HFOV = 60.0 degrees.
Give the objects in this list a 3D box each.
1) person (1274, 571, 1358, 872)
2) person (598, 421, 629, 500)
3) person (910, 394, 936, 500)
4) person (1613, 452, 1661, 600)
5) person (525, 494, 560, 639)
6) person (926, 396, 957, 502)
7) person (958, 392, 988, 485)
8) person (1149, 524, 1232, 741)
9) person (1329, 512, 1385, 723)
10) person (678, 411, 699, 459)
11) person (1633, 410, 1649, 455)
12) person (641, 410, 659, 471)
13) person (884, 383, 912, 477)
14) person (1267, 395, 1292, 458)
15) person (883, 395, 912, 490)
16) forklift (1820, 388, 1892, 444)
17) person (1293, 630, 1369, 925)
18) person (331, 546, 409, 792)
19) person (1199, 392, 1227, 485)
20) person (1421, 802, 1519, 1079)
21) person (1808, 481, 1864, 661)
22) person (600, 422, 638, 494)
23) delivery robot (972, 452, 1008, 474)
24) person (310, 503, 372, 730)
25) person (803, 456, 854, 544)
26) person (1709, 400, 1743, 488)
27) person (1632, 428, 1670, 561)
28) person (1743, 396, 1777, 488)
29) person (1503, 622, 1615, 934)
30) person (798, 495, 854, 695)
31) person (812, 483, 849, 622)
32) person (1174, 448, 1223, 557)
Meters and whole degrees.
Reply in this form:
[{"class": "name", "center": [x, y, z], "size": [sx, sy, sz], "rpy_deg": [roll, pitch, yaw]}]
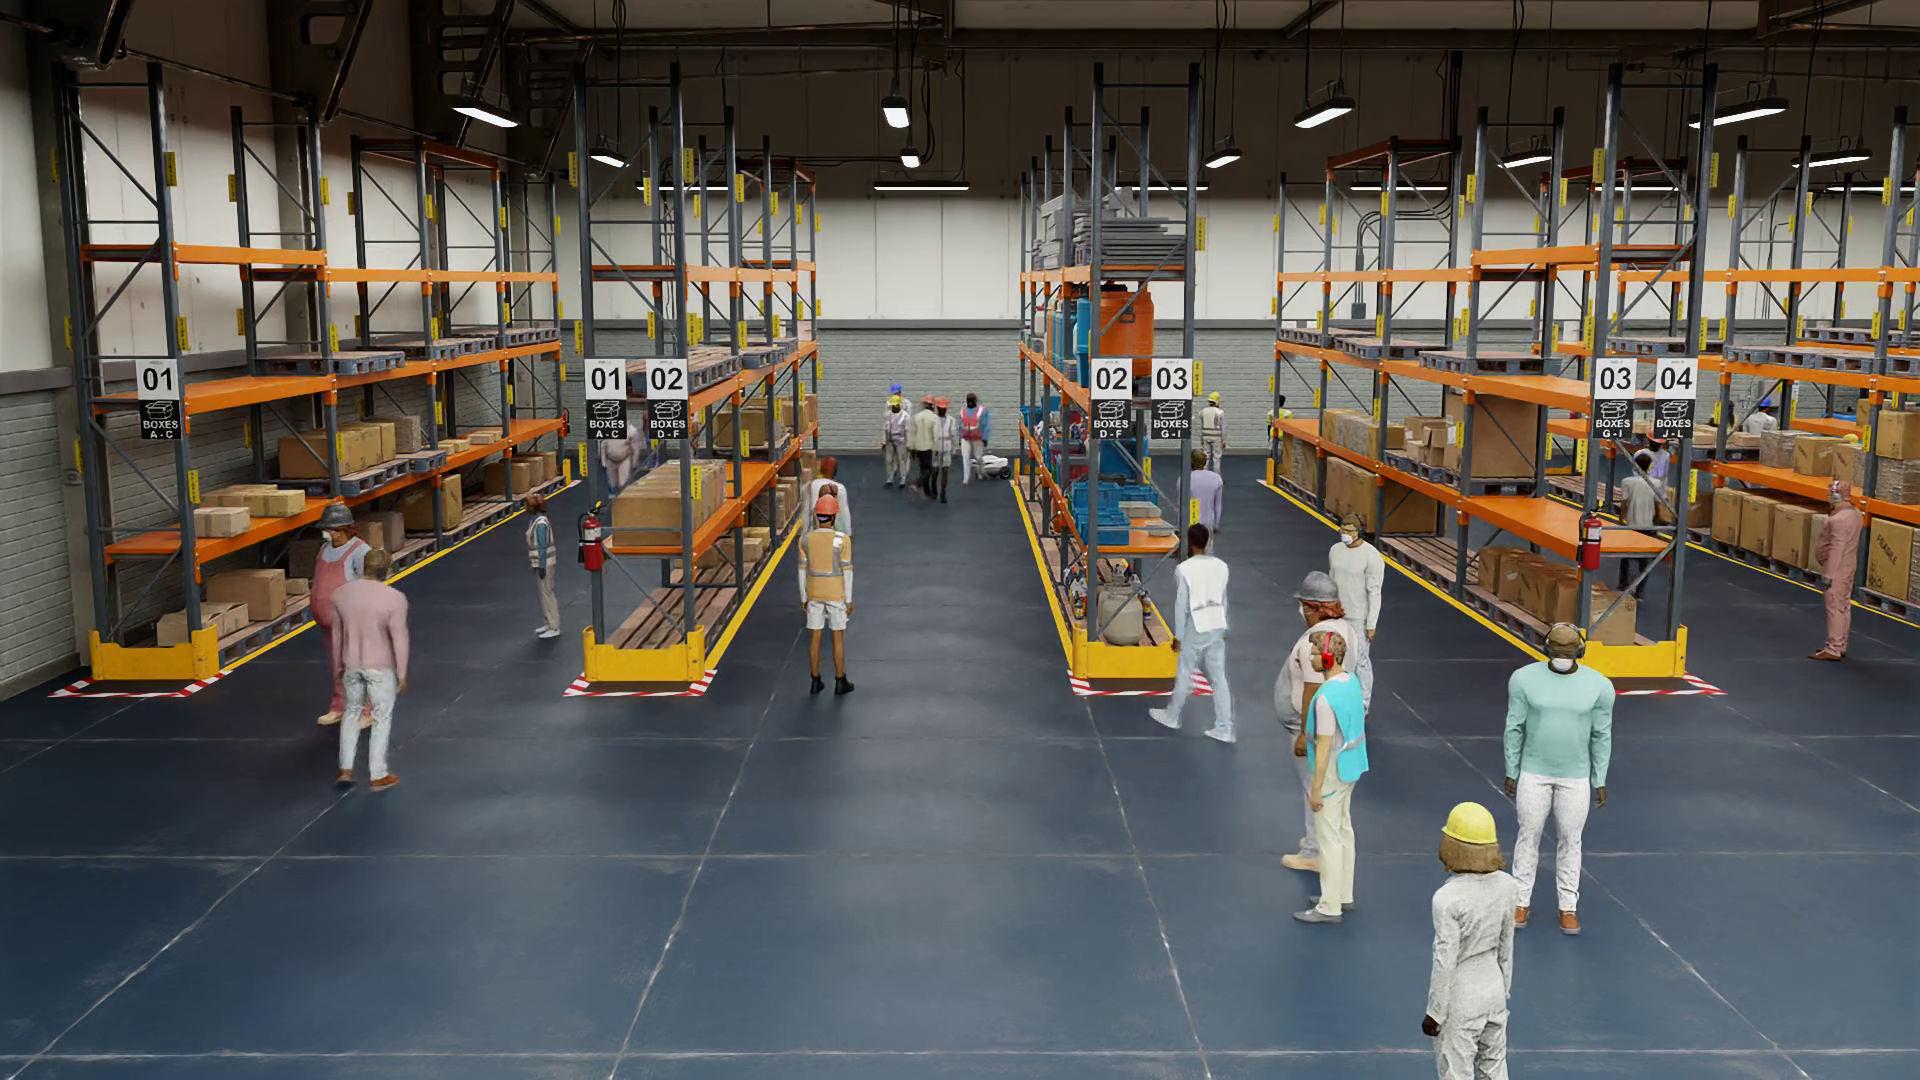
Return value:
[{"class": "person", "center": [2.399, 1.217, 11.317], "size": [0.536, 2.000, 0.683], "rpy_deg": [6, 10, 32]}, {"class": "person", "center": [-6.175, -1.558, 29.630], "size": [0.588, 1.901, 0.763], "rpy_deg": [-1, 9, -8]}, {"class": "person", "center": [-0.666, -1.661, 30.098], "size": [0.635, 1.959, 0.820], "rpy_deg": [7, 11, 36]}, {"class": "person", "center": [8.548, -0.191, 21.031], "size": [0.551, 1.834, 0.859], "rpy_deg": [1, 9, 7]}, {"class": "person", "center": [-4.690, 0.286, 18.656], "size": [0.326, 1.627, 0.525], "rpy_deg": [-3, 9, -20]}, {"class": "person", "center": [-0.325, -1.628, 30.003], "size": [0.550, 1.922, 0.395], "rpy_deg": [-2, 9, -13]}, {"class": "person", "center": [0.262, -2.014, 32.818], "size": [0.633, 1.820, 0.718], "rpy_deg": [3, 9, 16]}, {"class": "person", "center": [2.082, 0.791, 14.615], "size": [0.605, 1.862, 0.948], "rpy_deg": [-6, 11, -34]}, {"class": "person", "center": [3.534, 0.702, 14.991], "size": [0.375, 1.933, 0.625], "rpy_deg": [-5, 10, -31]}, {"class": "person", "center": [-5.531, -2.263, 33.933], "size": [0.597, 1.977, 0.435], "rpy_deg": [8, 12, 41]}, {"class": "person", "center": [14.625, -2.387, 35.914], "size": [0.513, 1.655, 0.374], "rpy_deg": [-2, 9, -12]}, {"class": "person", "center": [-6.494, -2.430, 34.952], "size": [0.388, 1.987, 0.608], "rpy_deg": [-8, 12, -43]}, {"class": "person", "center": [-1.283, -2.227, 33.833], "size": [0.634, 1.927, 0.455], "rpy_deg": [4, 10, 26]}, {"class": "person", "center": [6.476, -2.090, 33.690], "size": [0.532, 1.698, 0.319], "rpy_deg": [4, 10, 22]}, {"class": "person", "center": [-1.207, -1.877, 31.949], "size": [0.618, 1.825, 0.404], "rpy_deg": [6, 11, 34]}, {"class": "forklift", "center": [20.072, -3.110, 36.462], "size": [1.873, 2.768, 1.129], "rpy_deg": [0, 9, 0]}, {"class": "person", "center": [2.327, 1.471, 10.339], "size": [0.386, 1.836, 0.563], "rpy_deg": [5, 10, 30]}, {"class": "person", "center": [-4.610, 1.010, 13.030], "size": [0.652, 1.918, 0.426], "rpy_deg": [2, 9, 12]}, {"class": "person", "center": [4.956, -1.973, 32.502], "size": [0.599, 1.832, 0.404], "rpy_deg": [7, 11, 39]}, {"class": "person", "center": [2.204, 1.995, 7.261], "size": [0.493, 1.742, 0.322], "rpy_deg": [-6, 10, -32]}, {"class": "person", "center": [9.212, 0.324, 17.514], "size": [0.407, 1.902, 0.639], "rpy_deg": [8, 12, 41]}, {"class": "person", "center": [-5.728, -1.317, 28.118], "size": [0.654, 1.882, 0.660], "rpy_deg": [1, 9, 9]}, {"class": "delivery robot", "center": [0.594, -1.536, 33.484], "size": [0.707, 0.478, 0.477], "rpy_deg": [-5, 10, -28]}, {"class": "person", "center": [-5.500, 0.675, 14.803], "size": [0.678, 2.000, 0.536], "rpy_deg": [6, 11, 33]}, {"class": "person", "center": [-1.562, -0.106, 20.391], "size": [0.596, 1.854, 0.829], "rpy_deg": [6, 11, 34]}, {"class": "person", "center": [14.108, -1.661, 30.535], "size": [0.676, 1.827, 0.527], "rpy_deg": [-2, 9, -15]}, {"class": "person", "center": [9.872, -0.659, 23.744], "size": [0.542, 1.929, 0.369], "rpy_deg": [-1, 9, -9]}, {"class": "person", "center": [14.265, -1.593, 29.683], "size": [0.403, 1.948, 0.605], "rpy_deg": [-6, 11, -36]}, {"class": "person", "center": [3.651, 1.445, 10.195], "size": [0.627, 1.935, 0.373], "rpy_deg": [3, 9, 18]}, {"class": "person", "center": [-1.286, 0.528, 16.076], "size": [0.545, 1.939, 0.374], "rpy_deg": [3, 9, 16]}, {"class": "person", "center": [-1.536, 0.153, 19.441], "size": [0.313, 1.642, 0.513], "rpy_deg": [-8, 12, -43]}, {"class": "person", "center": [2.934, -0.168, 20.553], "size": [0.627, 1.940, 0.372], "rpy_deg": [-3, 9, -20]}]
